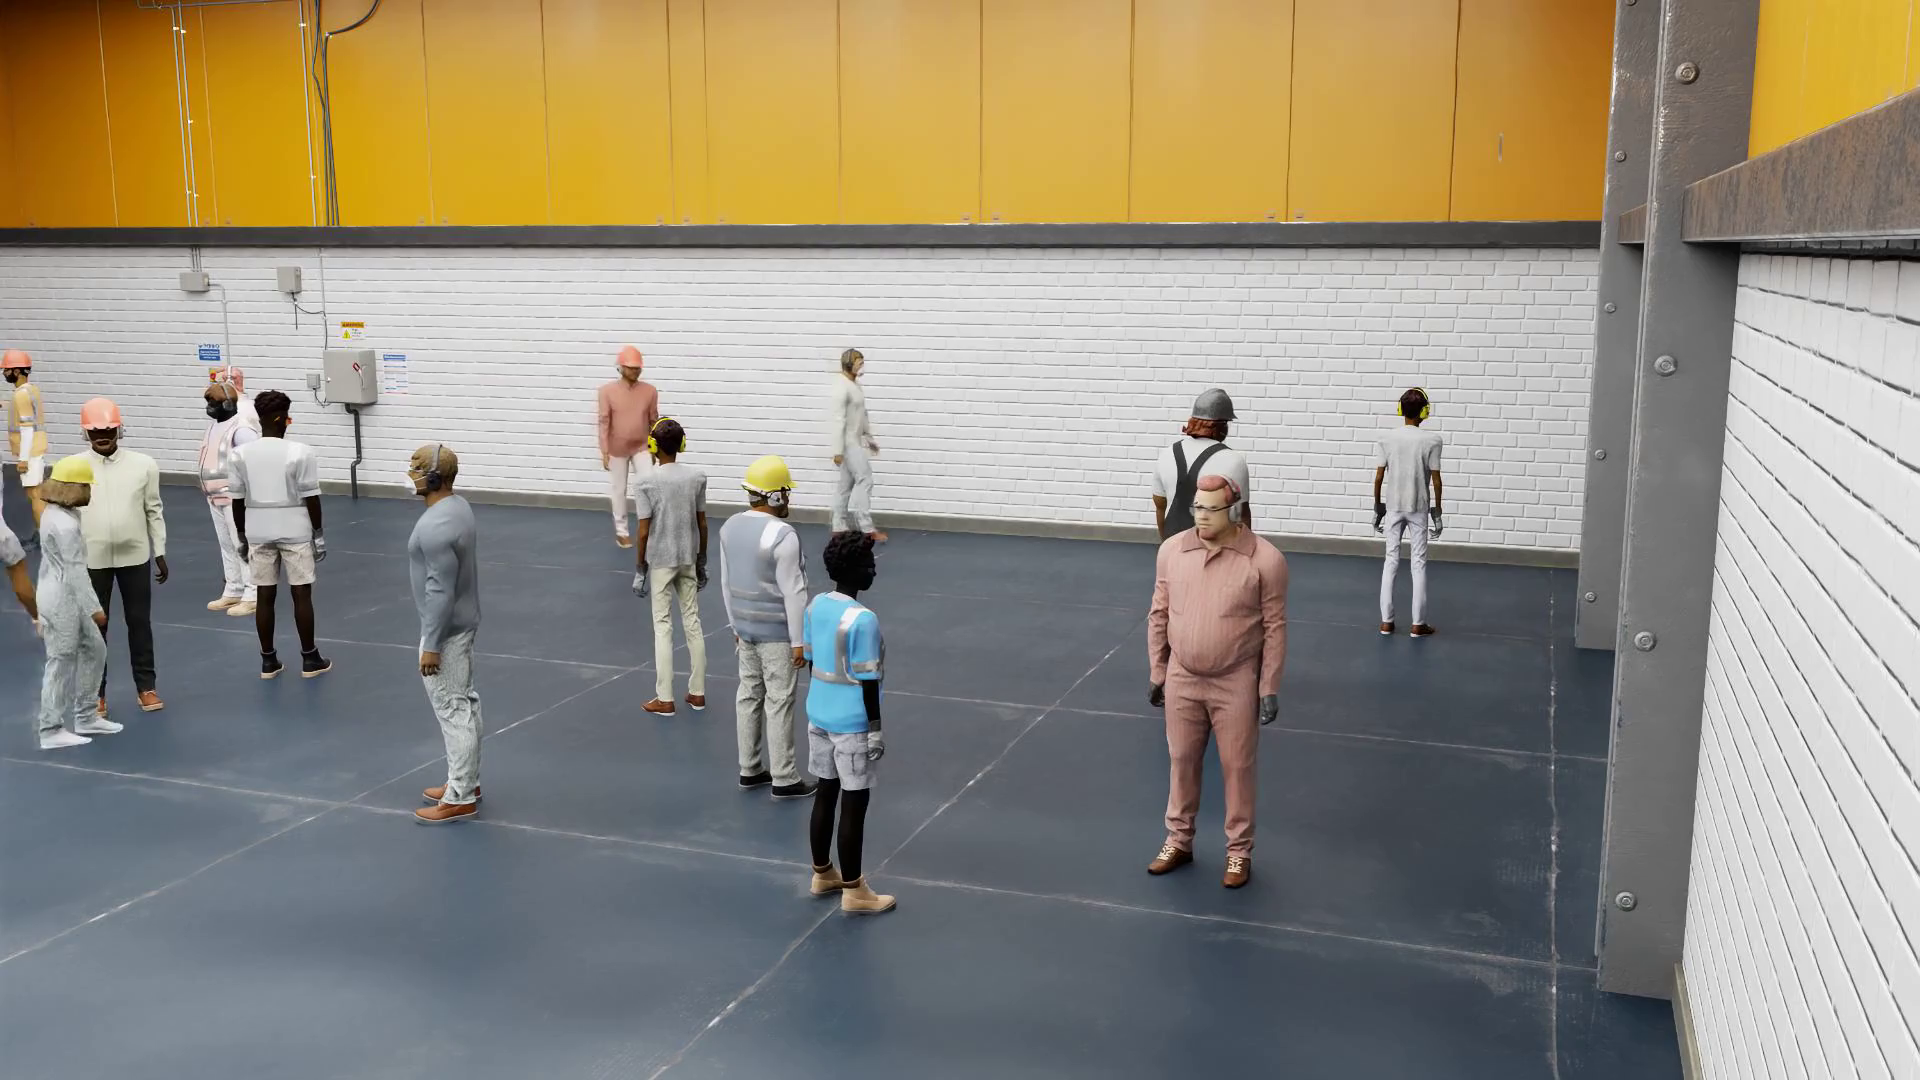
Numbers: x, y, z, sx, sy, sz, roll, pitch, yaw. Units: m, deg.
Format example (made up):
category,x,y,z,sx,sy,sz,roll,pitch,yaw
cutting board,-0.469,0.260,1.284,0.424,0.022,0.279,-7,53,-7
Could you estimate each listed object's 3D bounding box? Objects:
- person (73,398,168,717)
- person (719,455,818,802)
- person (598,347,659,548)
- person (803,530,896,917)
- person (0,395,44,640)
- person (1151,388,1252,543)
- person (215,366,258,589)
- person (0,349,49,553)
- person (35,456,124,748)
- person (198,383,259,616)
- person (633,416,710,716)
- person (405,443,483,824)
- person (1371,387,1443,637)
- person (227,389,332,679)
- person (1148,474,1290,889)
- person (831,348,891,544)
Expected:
category,x,y,z,sx,sy,sz,roll,pitch,yaw
person,-5.261,0.108,10.341,0.621,1.992,0.397,-7,12,-33
person,-0.999,0.464,8.794,0.600,1.832,0.404,10,14,43
person,-3.117,-0.844,15.811,0.637,1.949,0.973,-5,11,-24
person,-0.495,0.792,7.316,0.318,1.698,0.540,-7,12,-33
person,-7.031,-0.166,11.970,0.611,1.979,1.104,5,11,25
person,1.583,0.053,10.523,0.688,2.000,0.536,10,14,44
person,-6.183,-0.533,14.202,0.408,1.908,0.642,-4,11,-22
person,-8.929,-0.847,15.887,0.367,1.936,0.553,-4,11,-21
person,-5.149,0.368,9.693,0.584,1.714,0.497,-6,12,-30
person,-5.800,-0.324,13.210,0.634,1.841,0.429,9,13,41
person,-1.804,0.162,10.387,0.508,1.872,0.328,-7,12,-36
person,-2.626,0.469,8.465,0.372,1.940,0.631,-1,10,-8
person,3.357,-0.207,12.473,0.534,1.868,0.309,5,11,28
person,-4.592,-0.034,11.238,0.600,1.959,0.376,0,10,-2
person,1.152,0.639,7.608,0.652,1.904,0.402,5,11,28
person,-0.944,-0.920,16.359,0.735,1.917,0.643,1,10,6
